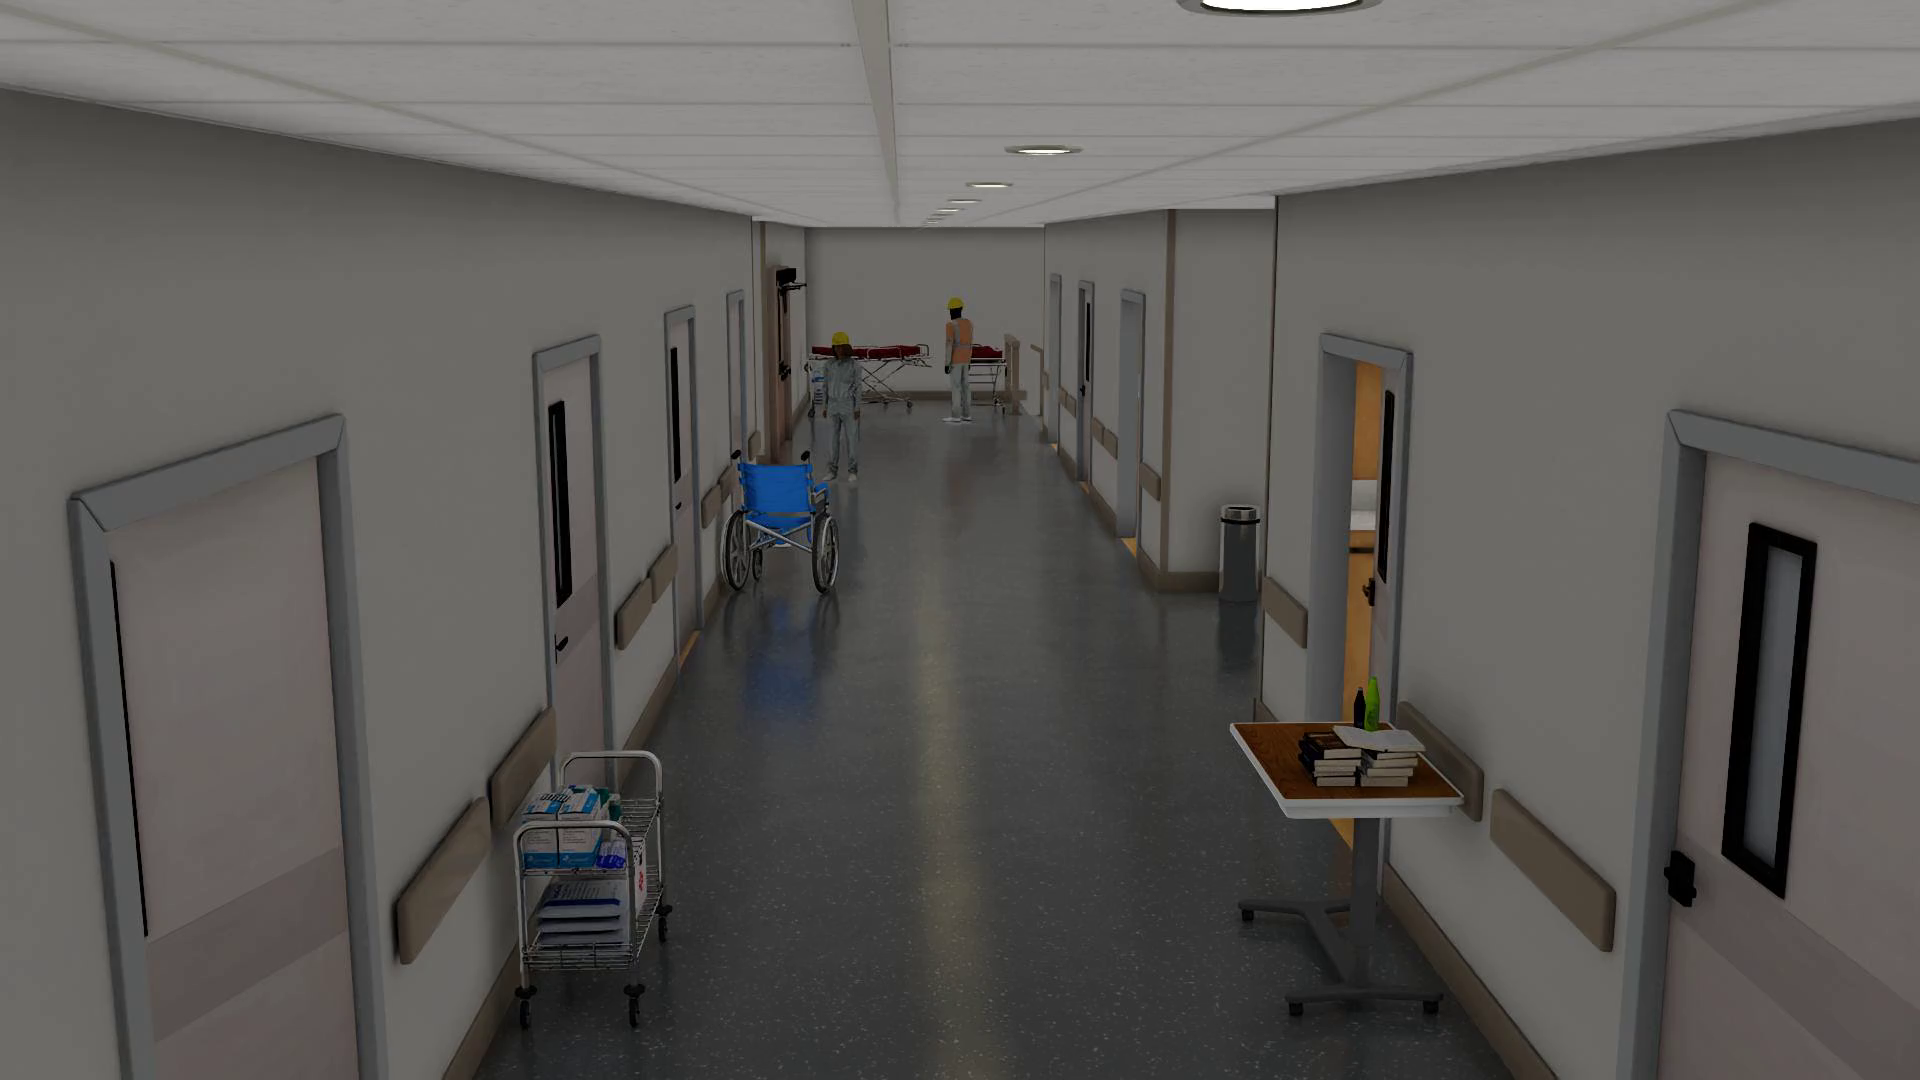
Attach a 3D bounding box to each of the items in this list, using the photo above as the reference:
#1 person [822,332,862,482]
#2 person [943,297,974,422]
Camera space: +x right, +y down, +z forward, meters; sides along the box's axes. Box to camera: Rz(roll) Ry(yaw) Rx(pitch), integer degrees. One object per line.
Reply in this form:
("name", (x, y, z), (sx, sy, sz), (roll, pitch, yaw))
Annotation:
("person", (-1.370, -1.533, 19.229), (0.486, 1.744, 0.294), (3, 11, 16))
("person", (-0.038, -2.775, 25.667), (0.397, 1.920, 0.586), (8, 13, 38))
